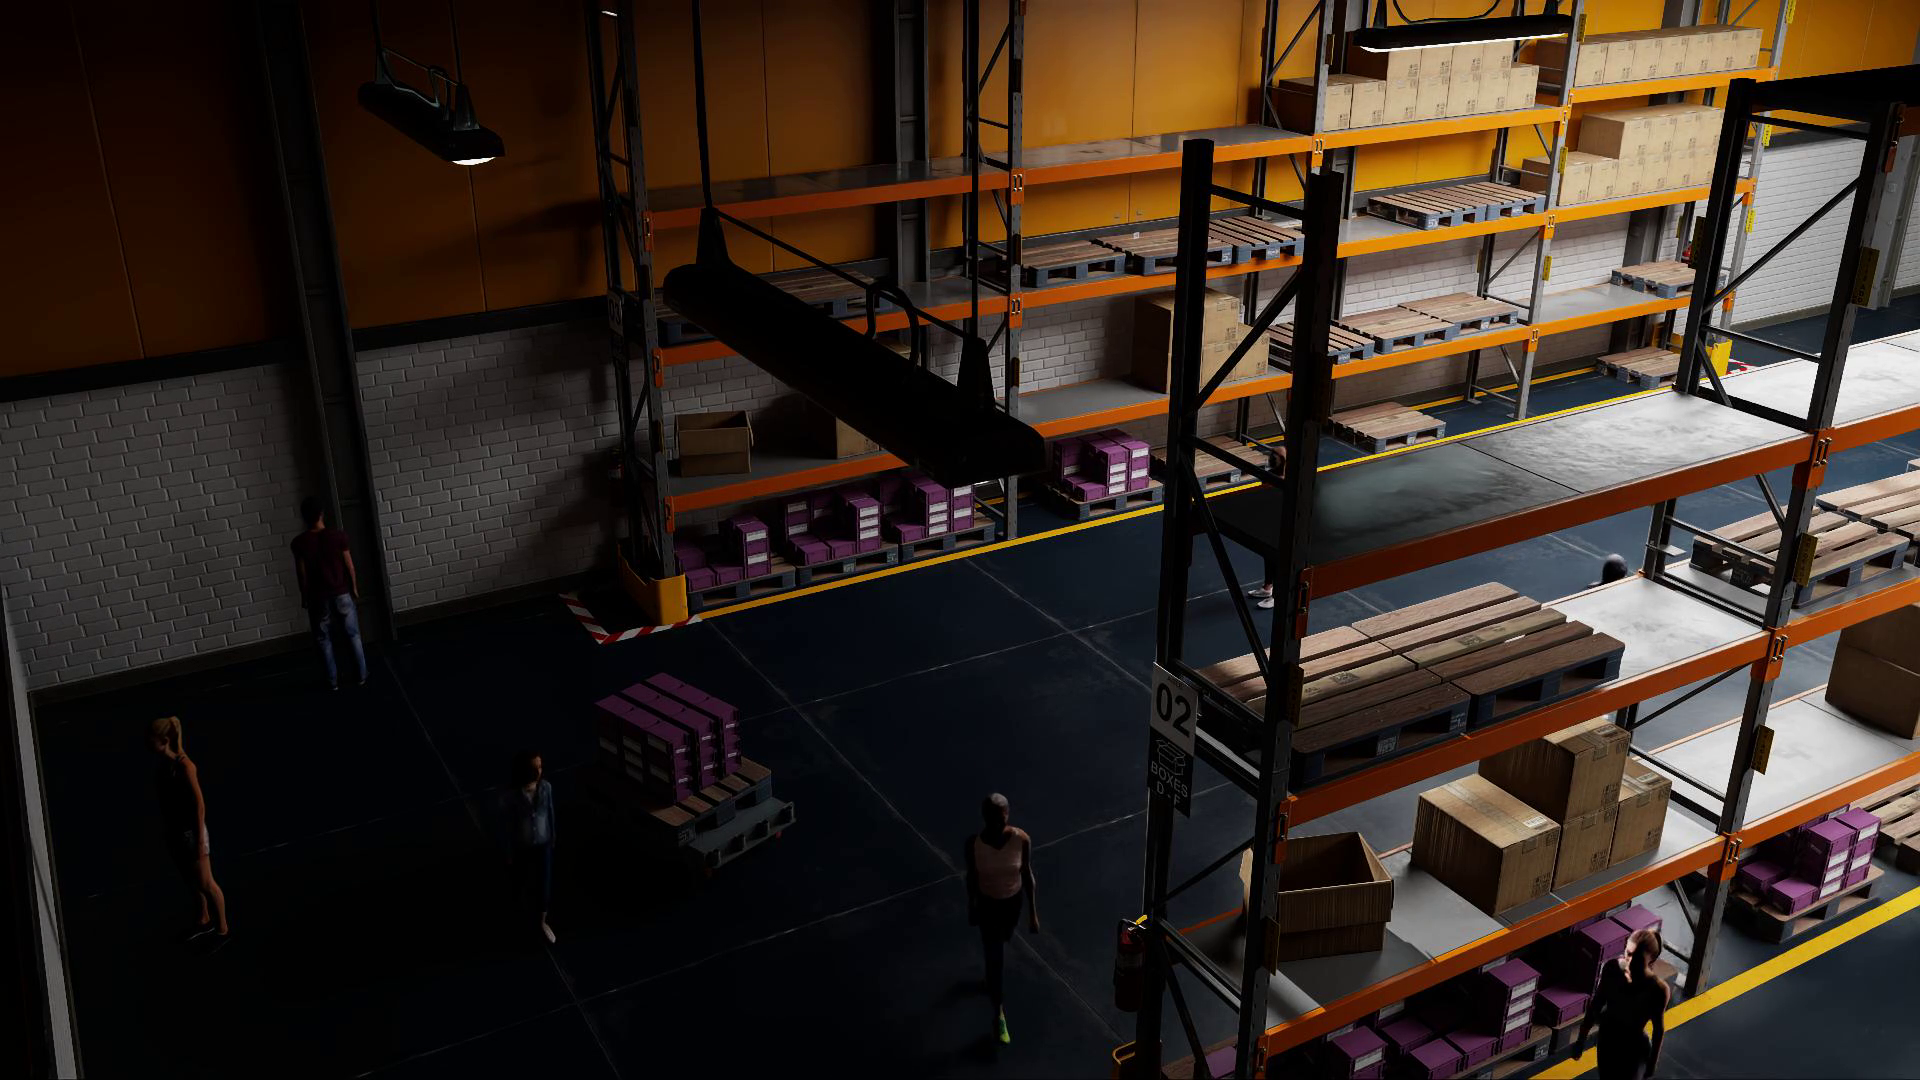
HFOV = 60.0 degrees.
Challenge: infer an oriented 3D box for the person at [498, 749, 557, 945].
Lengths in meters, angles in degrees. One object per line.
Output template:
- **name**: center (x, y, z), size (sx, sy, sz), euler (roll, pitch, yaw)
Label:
- **person**: center (-3.095, 2.134, 11.837), size (0.828, 1.459, 0.689), euler (-16, 28, -32)

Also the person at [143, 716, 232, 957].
- **person**: center (-5.404, 2.024, 11.607), size (0.685, 1.845, 0.649), euler (17, 29, 34)

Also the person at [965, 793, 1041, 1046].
- **person**: center (0.251, 2.374, 11.030), size (1.178, 1.665, 0.940), euler (-5, 24, -10)

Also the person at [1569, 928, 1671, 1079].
- **person**: center (3.920, 2.939, 9.708), size (0.633, 1.690, 0.577), euler (-15, 28, -31)

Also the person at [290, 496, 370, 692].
- **person**: center (-5.743, 0.481, 15.129), size (0.512, 1.851, 0.727), euler (-10, 26, -22)

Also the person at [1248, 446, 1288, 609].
- **person**: center (3.158, -0.146, 16.748), size (0.629, 1.703, 0.668), euler (-3, 24, -8)
